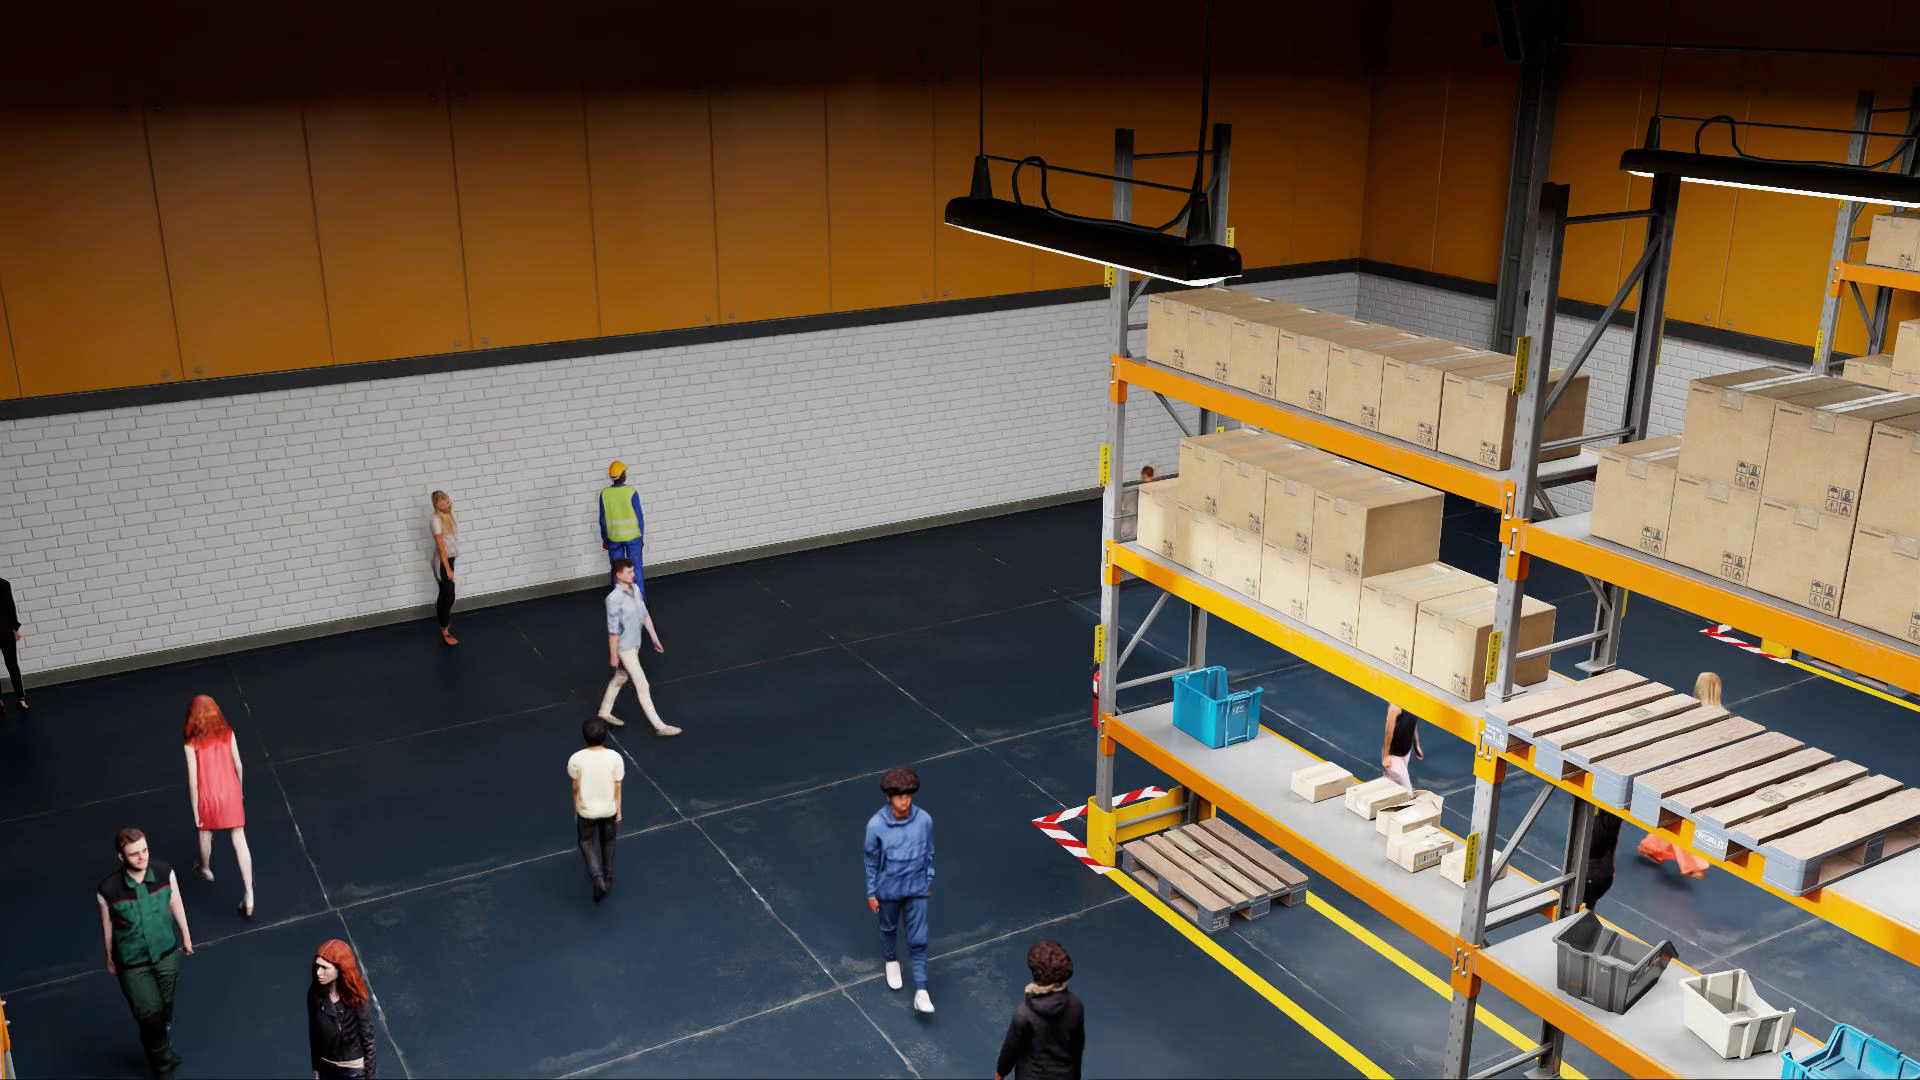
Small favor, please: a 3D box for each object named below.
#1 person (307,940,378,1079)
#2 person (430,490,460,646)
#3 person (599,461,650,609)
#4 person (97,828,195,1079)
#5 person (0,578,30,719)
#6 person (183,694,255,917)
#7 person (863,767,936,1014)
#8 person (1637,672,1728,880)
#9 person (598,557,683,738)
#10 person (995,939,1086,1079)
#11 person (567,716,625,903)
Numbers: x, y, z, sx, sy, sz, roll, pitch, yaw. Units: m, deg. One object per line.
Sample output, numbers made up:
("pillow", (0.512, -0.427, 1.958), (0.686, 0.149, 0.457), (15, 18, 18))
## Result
("person", (-3.624, 3.165, 9.839), (0.657, 1.787, 0.728), (6, 20, 18))
("person", (-5.748, 0.264, 18.445), (0.913, 1.793, 0.664), (-7, 20, -20))
("person", (-3.910, -0.034, 19.298), (0.753, 1.813, 0.751), (-1, 19, -3))
("person", (-5.455, 2.726, 11.086), (0.862, 1.823, 0.783), (16, 24, 39))
("person", (-9.611, 0.942, 16.566), (0.618, 1.707, 0.546), (-9, 21, -25))
("person", (-5.741, 2.109, 12.990), (1.211, 1.778, 0.859), (17, 25, 40))
("person", (-0.450, 2.443, 11.994), (0.901, 1.781, 1.139), (-4, 19, -11))
("person", (5.966, 1.955, 13.478), (0.765, 1.758, 0.976), (-7, 20, -20))
("person", (-3.296, 1.039, 16.137), (1.247, 1.798, 1.183), (5, 19, 15))
("person", (0.537, 3.222, 9.752), (0.663, 1.735, 1.057), (-9, 21, -26))
("person", (-2.858, 2.169, 13.137), (0.679, 1.571, 0.809), (-6, 19, -17))
